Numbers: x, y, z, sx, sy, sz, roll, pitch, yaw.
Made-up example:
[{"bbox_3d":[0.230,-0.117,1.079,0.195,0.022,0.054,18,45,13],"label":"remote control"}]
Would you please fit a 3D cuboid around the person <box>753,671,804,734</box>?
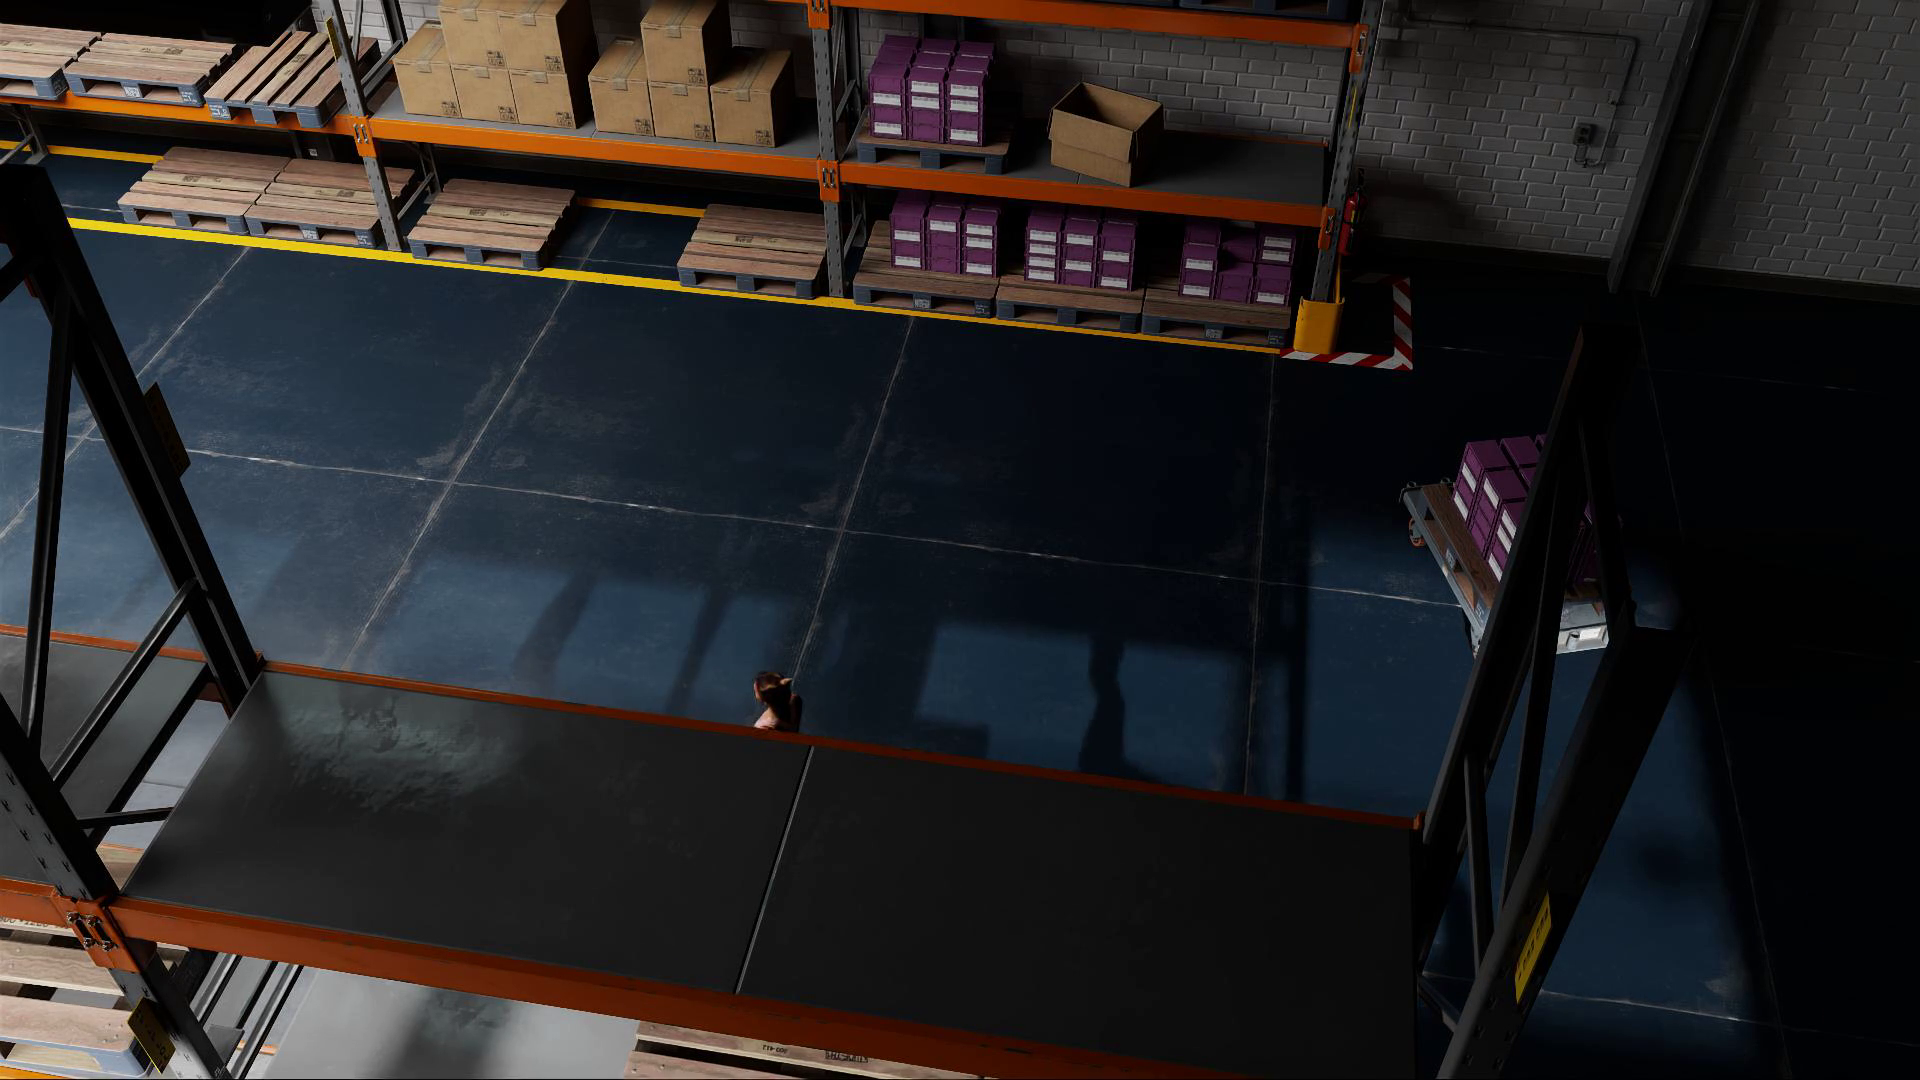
[{"bbox_3d":[-0.923,1.337,9.411,0.704,1.639,0.659,26,49,25],"label":"person"}]
